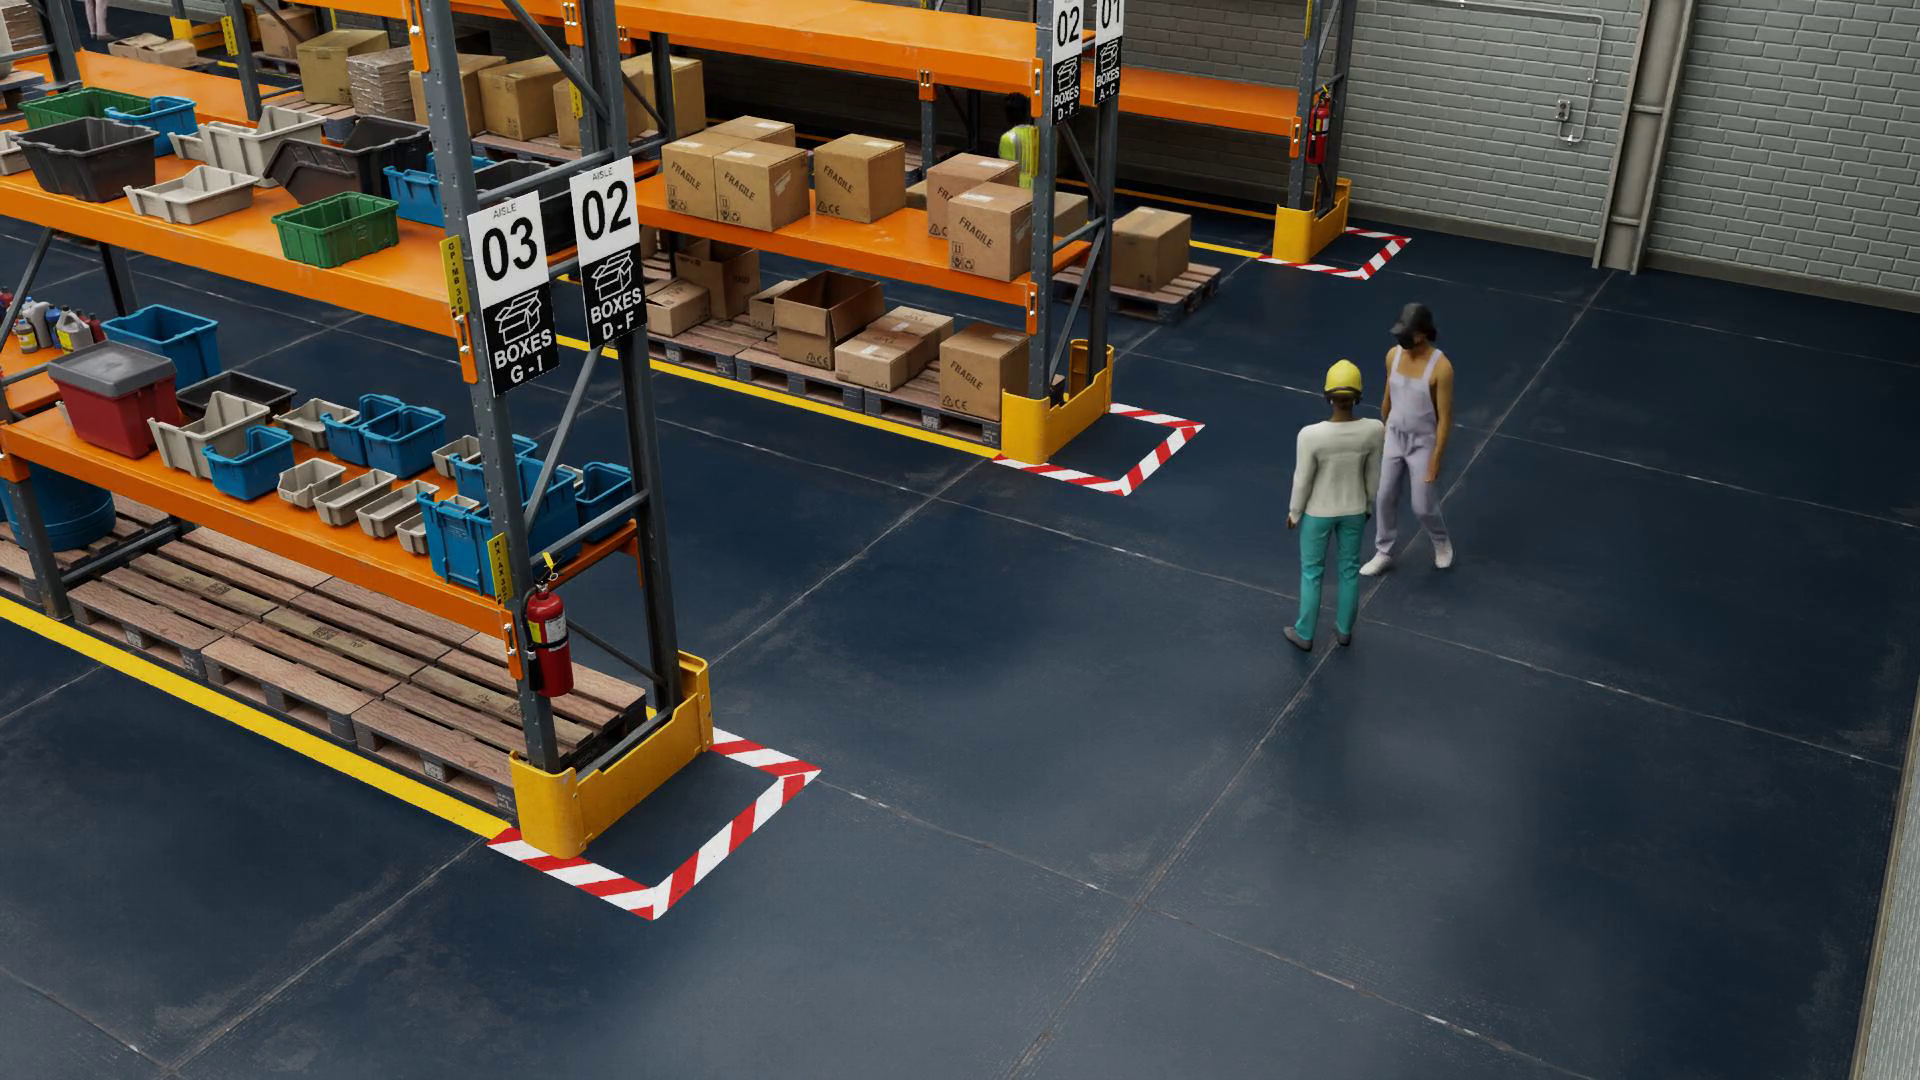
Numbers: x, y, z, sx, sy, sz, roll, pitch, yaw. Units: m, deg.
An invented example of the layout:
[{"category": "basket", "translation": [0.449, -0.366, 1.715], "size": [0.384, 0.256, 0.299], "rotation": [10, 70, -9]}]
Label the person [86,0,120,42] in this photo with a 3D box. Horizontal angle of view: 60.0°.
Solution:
[{"category": "person", "translation": [-12.183, -7.886, 23.187], "size": [0.741, 1.821, 0.514], "rotation": [14, 32, 24]}]

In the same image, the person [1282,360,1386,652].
[{"category": "person", "translation": [2.104, -0.177, 9.420], "size": [0.522, 1.761, 0.325], "rotation": [-5, 30, -9]}]

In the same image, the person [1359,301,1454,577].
[{"category": "person", "translation": [2.787, -0.610, 10.127], "size": [0.701, 1.831, 0.535], "rotation": [-24, 37, -36]}]

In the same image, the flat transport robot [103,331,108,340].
[{"category": "flat transport robot", "translation": [-6.593, -1.386, 13.120], "size": [1.431, 0.231, 0.659], "rotation": [18, 34, 29]}]

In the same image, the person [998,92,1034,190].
[{"category": "person", "translation": [0.441, -3.156, 14.848], "size": [0.765, 1.662, 0.548], "rotation": [20, 35, 31]}]
